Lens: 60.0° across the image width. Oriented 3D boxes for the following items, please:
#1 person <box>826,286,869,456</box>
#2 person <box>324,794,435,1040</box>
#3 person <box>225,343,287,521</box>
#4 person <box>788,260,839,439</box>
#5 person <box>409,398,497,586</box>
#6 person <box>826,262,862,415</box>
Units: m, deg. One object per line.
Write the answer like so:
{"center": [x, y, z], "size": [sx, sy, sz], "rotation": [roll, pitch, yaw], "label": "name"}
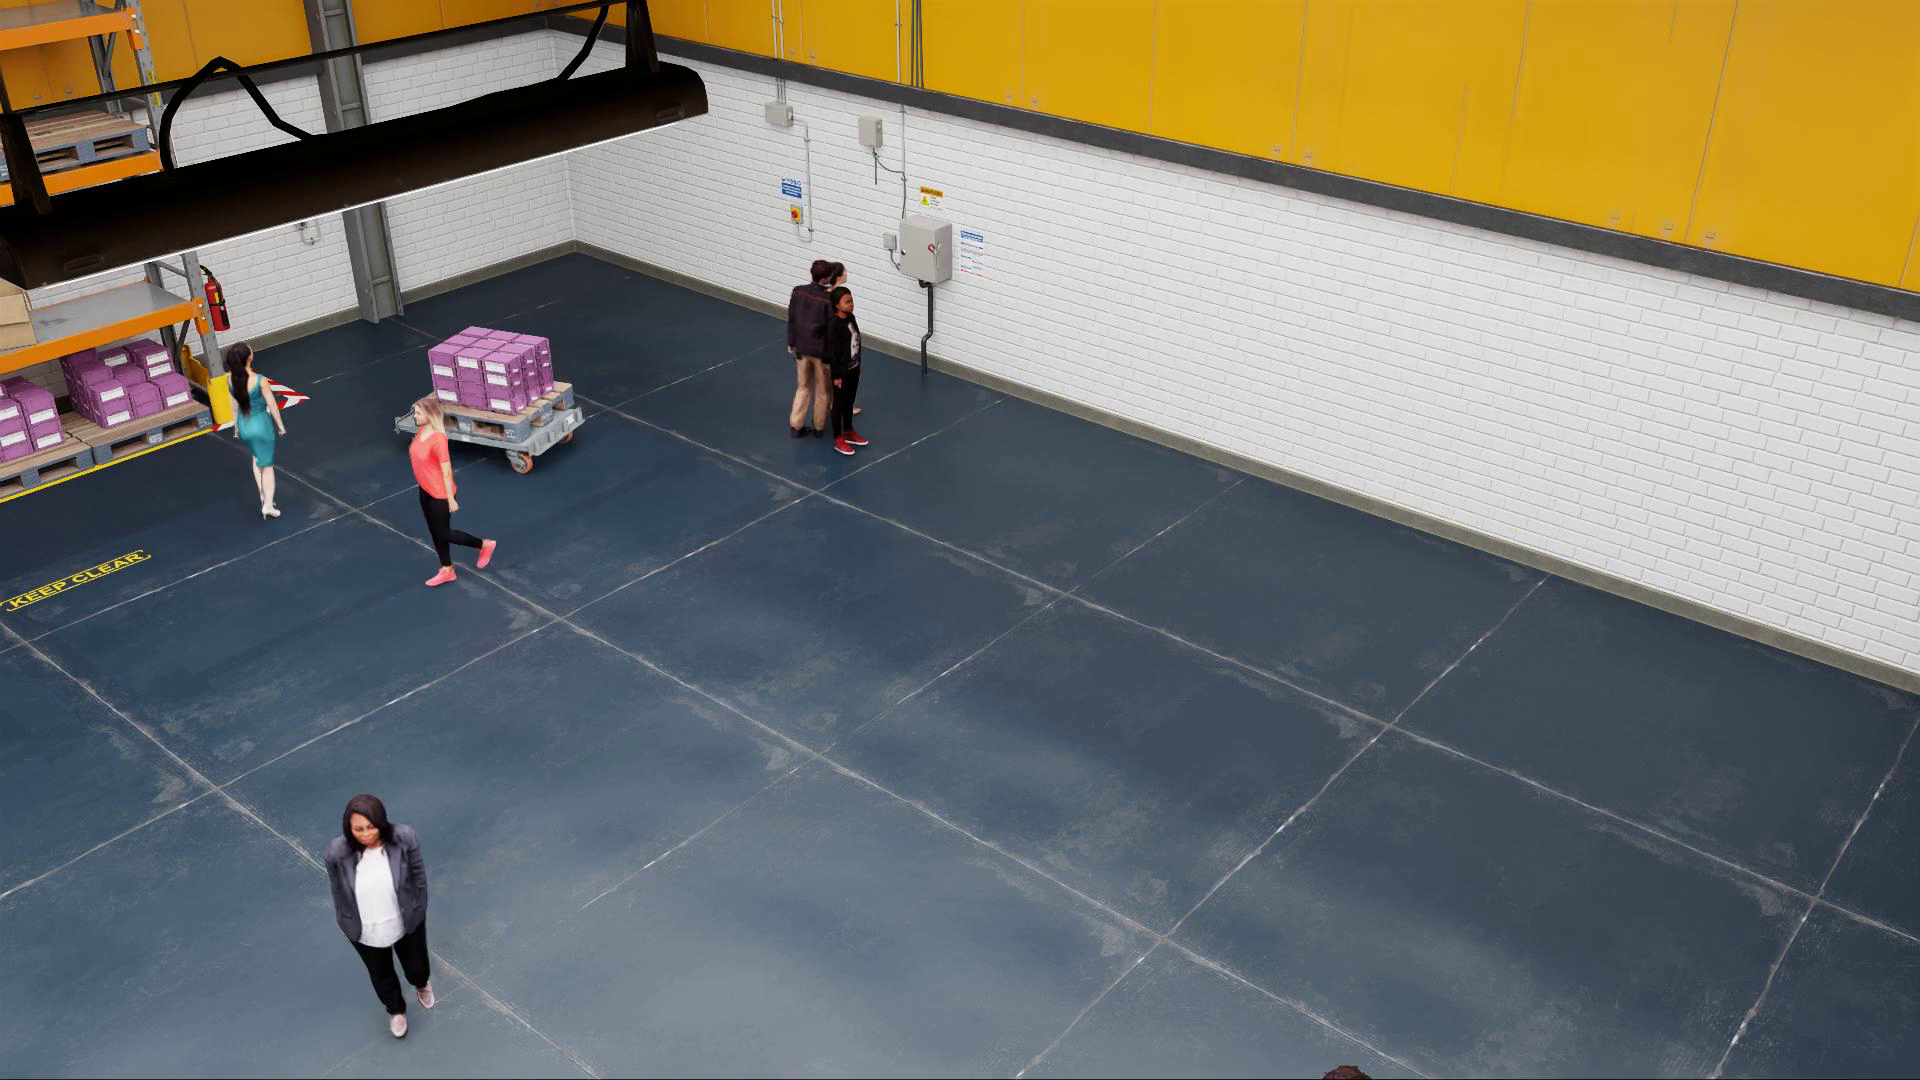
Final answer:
{"center": [-1.128, -1.669, 16.189], "size": [0.693, 1.675, 0.544], "rotation": [15, 32, 25], "label": "person"}
{"center": [-3.254, 2.083, 9.403], "size": [0.804, 1.587, 0.873], "rotation": [-9, 30, -16], "label": "person"}
{"center": [-6.318, -0.932, 14.843], "size": [0.704, 1.671, 0.754], "rotation": [3, 29, 6], "label": "person"}
{"center": [-1.400, -1.838, 16.268], "size": [0.884, 1.896, 0.916], "rotation": [2, 29, 4], "label": "person"}
{"center": [-4.272, -0.407, 13.873], "size": [0.899, 1.678, 0.699], "rotation": [-20, 34, -32], "label": "person"}
{"center": [-1.248, -2.067, 16.989], "size": [0.538, 1.608, 0.584], "rotation": [-25, 37, -38], "label": "person"}
